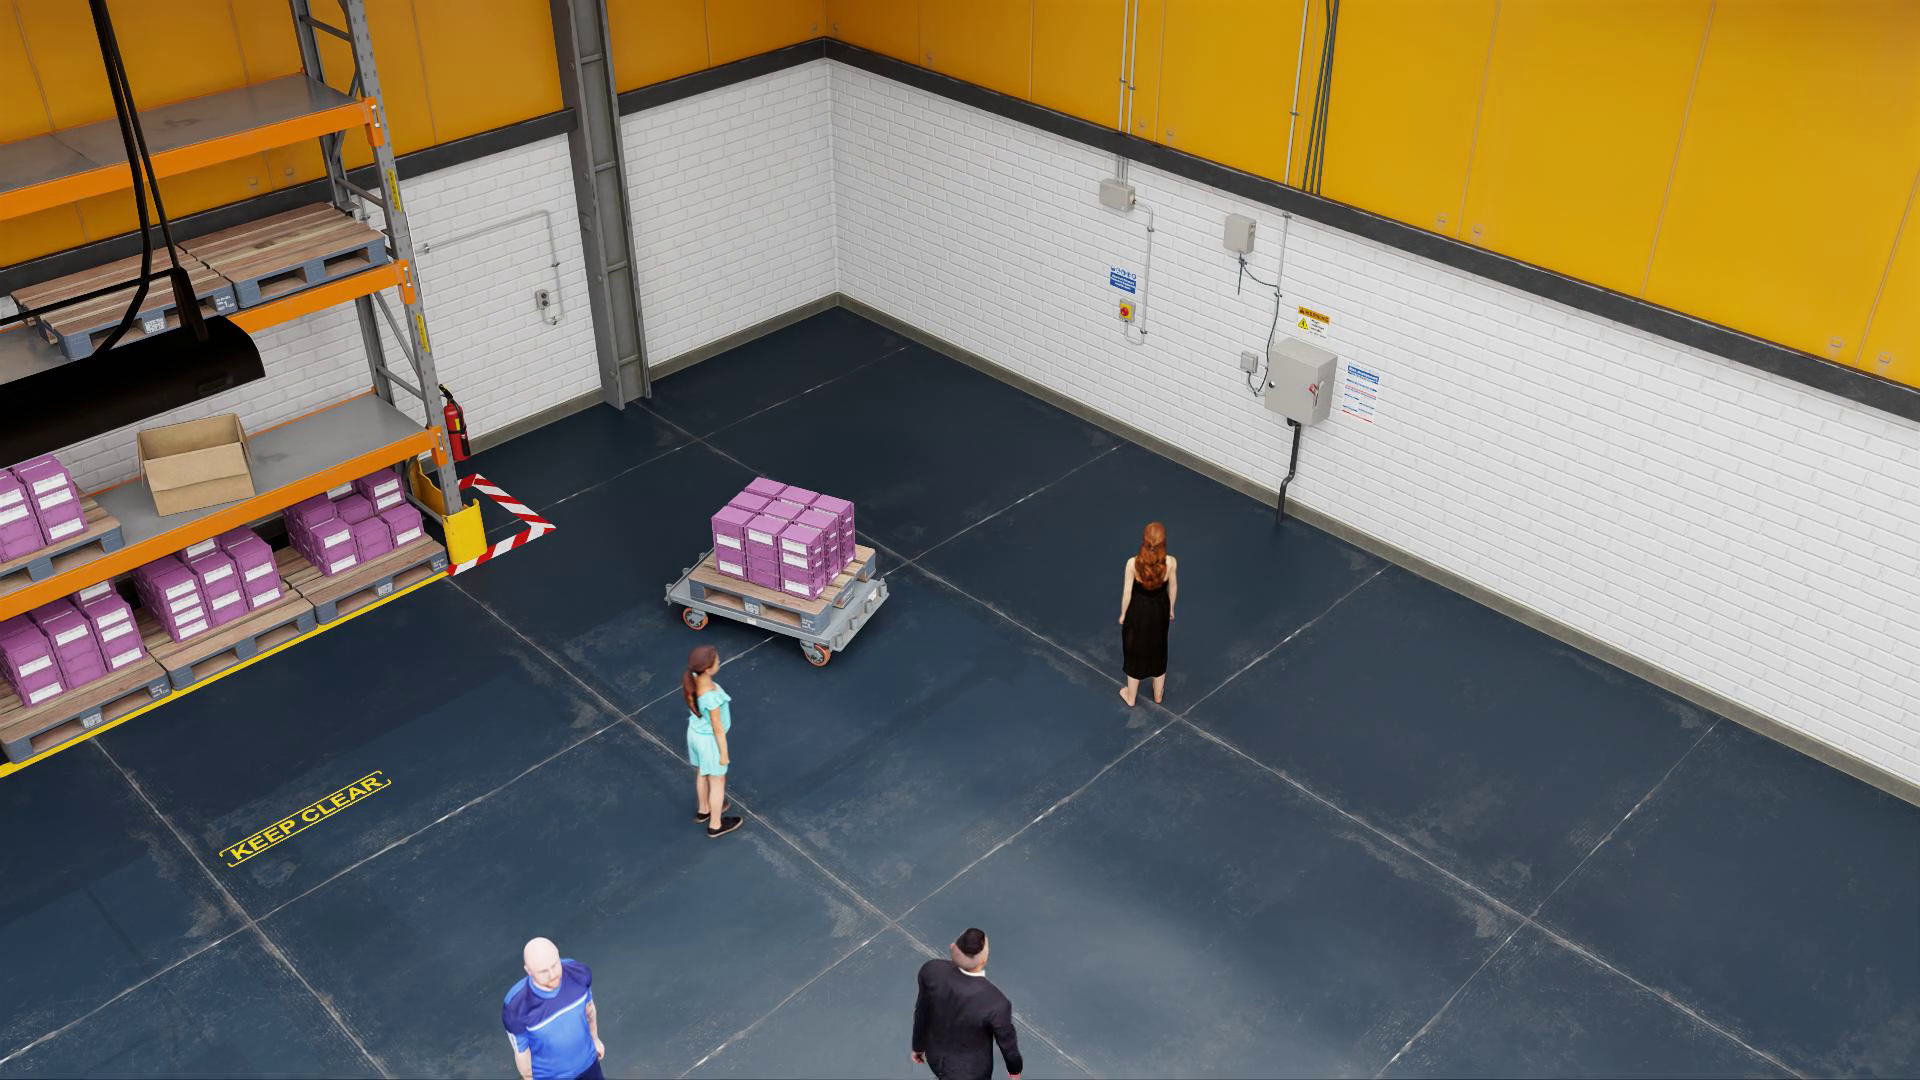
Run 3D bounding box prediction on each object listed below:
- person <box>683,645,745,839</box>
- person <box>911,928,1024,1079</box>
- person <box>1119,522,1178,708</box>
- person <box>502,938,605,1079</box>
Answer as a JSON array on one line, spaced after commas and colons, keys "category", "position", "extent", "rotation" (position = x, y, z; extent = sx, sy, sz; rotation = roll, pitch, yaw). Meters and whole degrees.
[{"category": "person", "position": [-1.722, 1.358, 11.374], "extent": [0.549, 1.558, 0.566], "rotation": [-23, 40, -30]}, {"category": "person", "position": [-0.048, 2.815, 8.850], "extent": [0.862, 1.925, 1.036], "rotation": [20, 39, 27]}, {"category": "person", "position": [1.409, 0.561, 12.512], "extent": [0.672, 1.625, 0.748], "rotation": [-5, 34, -7]}, {"category": "person", "position": [-2.152, 2.803, 8.943], "extent": [0.717, 1.841, 0.486], "rotation": [29, 43, 36]}]
